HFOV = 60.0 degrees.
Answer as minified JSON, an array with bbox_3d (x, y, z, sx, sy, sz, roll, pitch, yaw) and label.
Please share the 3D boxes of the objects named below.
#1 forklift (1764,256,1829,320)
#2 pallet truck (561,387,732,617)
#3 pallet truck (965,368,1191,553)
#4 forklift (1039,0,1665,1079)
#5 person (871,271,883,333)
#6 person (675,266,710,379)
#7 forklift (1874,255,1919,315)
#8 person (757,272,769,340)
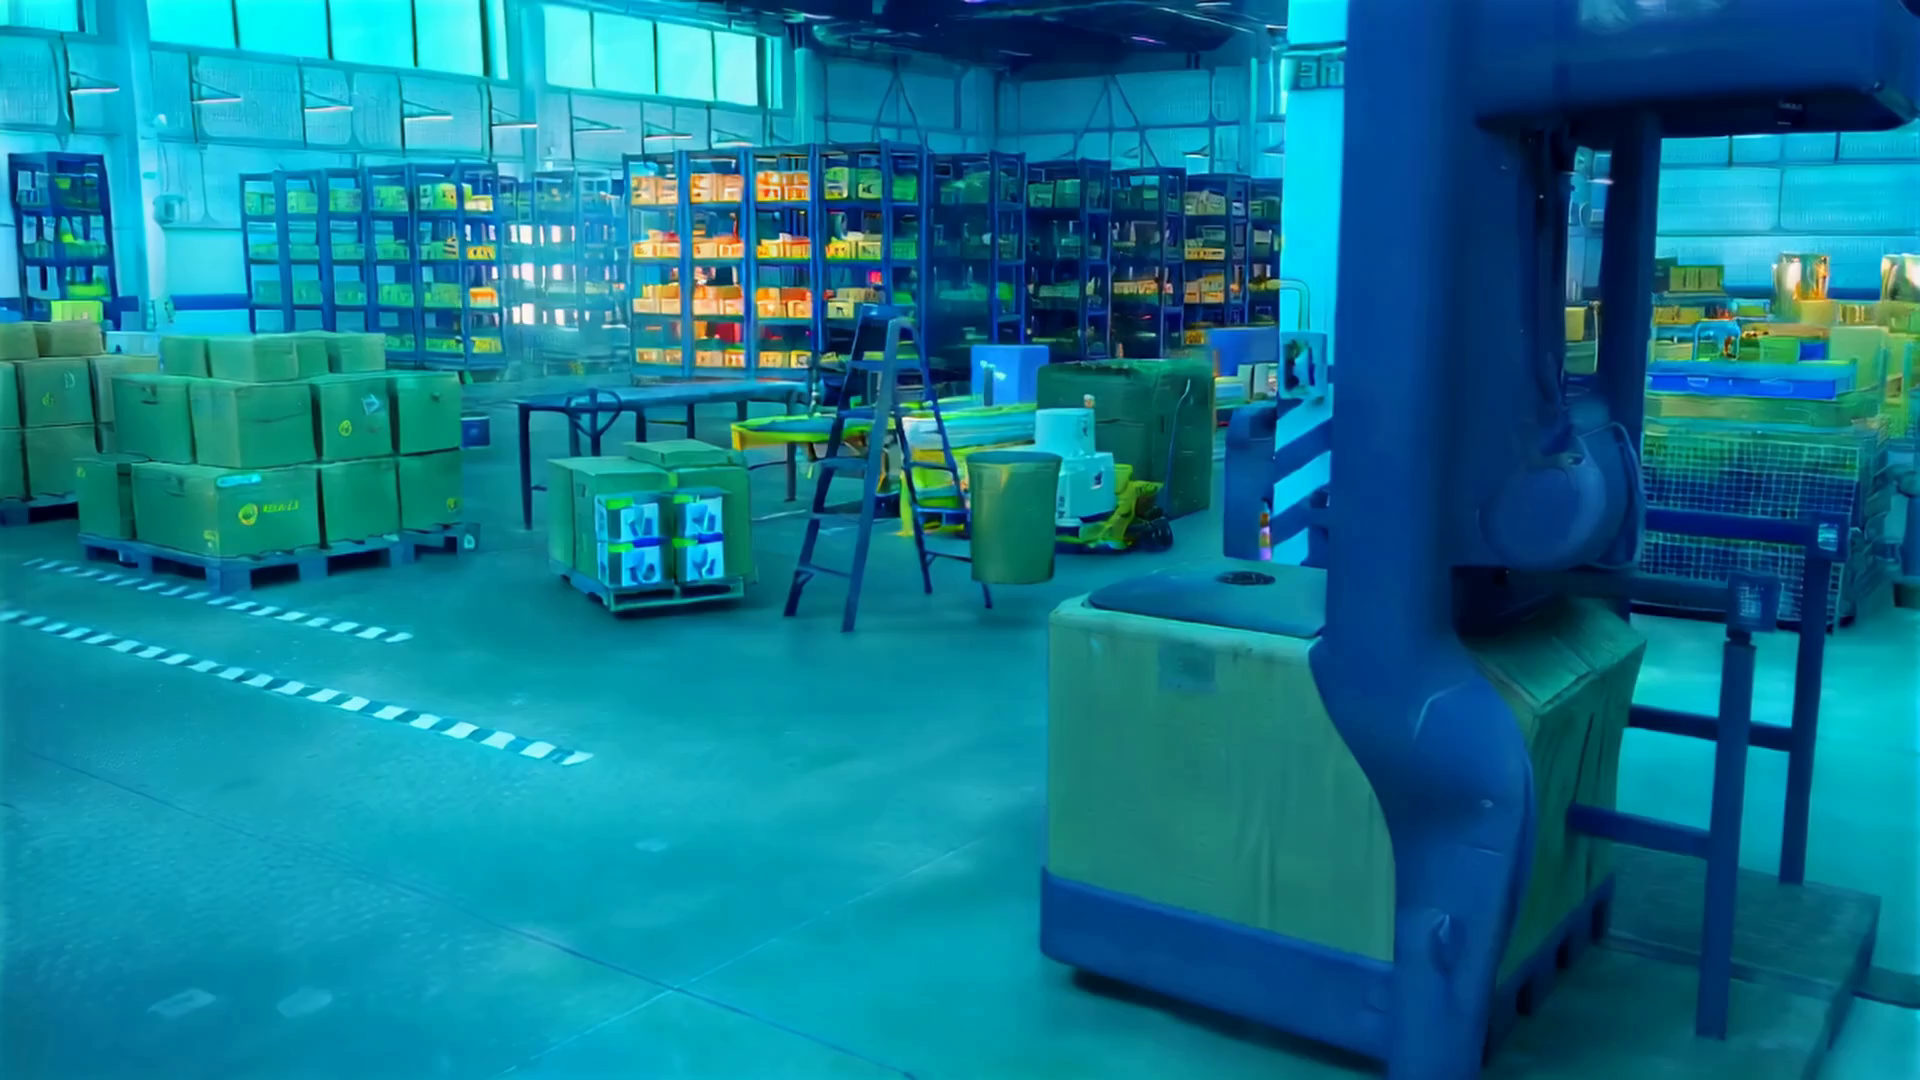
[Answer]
[{"bbox_3d":[20.253,-5.854,40.139,1.157,1.987,2.680,7,12,35],"label":"forklift"},{"bbox_3d":[-1.981,-0.274,10.088,0.680,1.201,1.601,-5,11,-28],"label":"pallet truck"},{"bbox_3d":[0.845,-0.609,11.869,1.630,1.274,0.653,7,12,35],"label":"pallet truck"},{"bbox_3d":[1.249,-0.137,4.360,1.873,2.768,1.129,7,12,35],"label":"forklift"},{"bbox_3d":[-1.703,-4.518,33.589,0.403,1.826,0.589,1,10,7],"label":"person"},{"bbox_3d":[-4.528,-3.667,28.169,0.638,1.953,0.783,4,10,24],"label":"person"},{"bbox_3d":[22.089,-5.634,38.796,1.157,1.987,2.680,6,11,33],"label":"forklift"},{"bbox_3d":[-3.904,-4.362,32.720,0.722,1.801,0.685,-6,11,-33],"label":"person"}]
